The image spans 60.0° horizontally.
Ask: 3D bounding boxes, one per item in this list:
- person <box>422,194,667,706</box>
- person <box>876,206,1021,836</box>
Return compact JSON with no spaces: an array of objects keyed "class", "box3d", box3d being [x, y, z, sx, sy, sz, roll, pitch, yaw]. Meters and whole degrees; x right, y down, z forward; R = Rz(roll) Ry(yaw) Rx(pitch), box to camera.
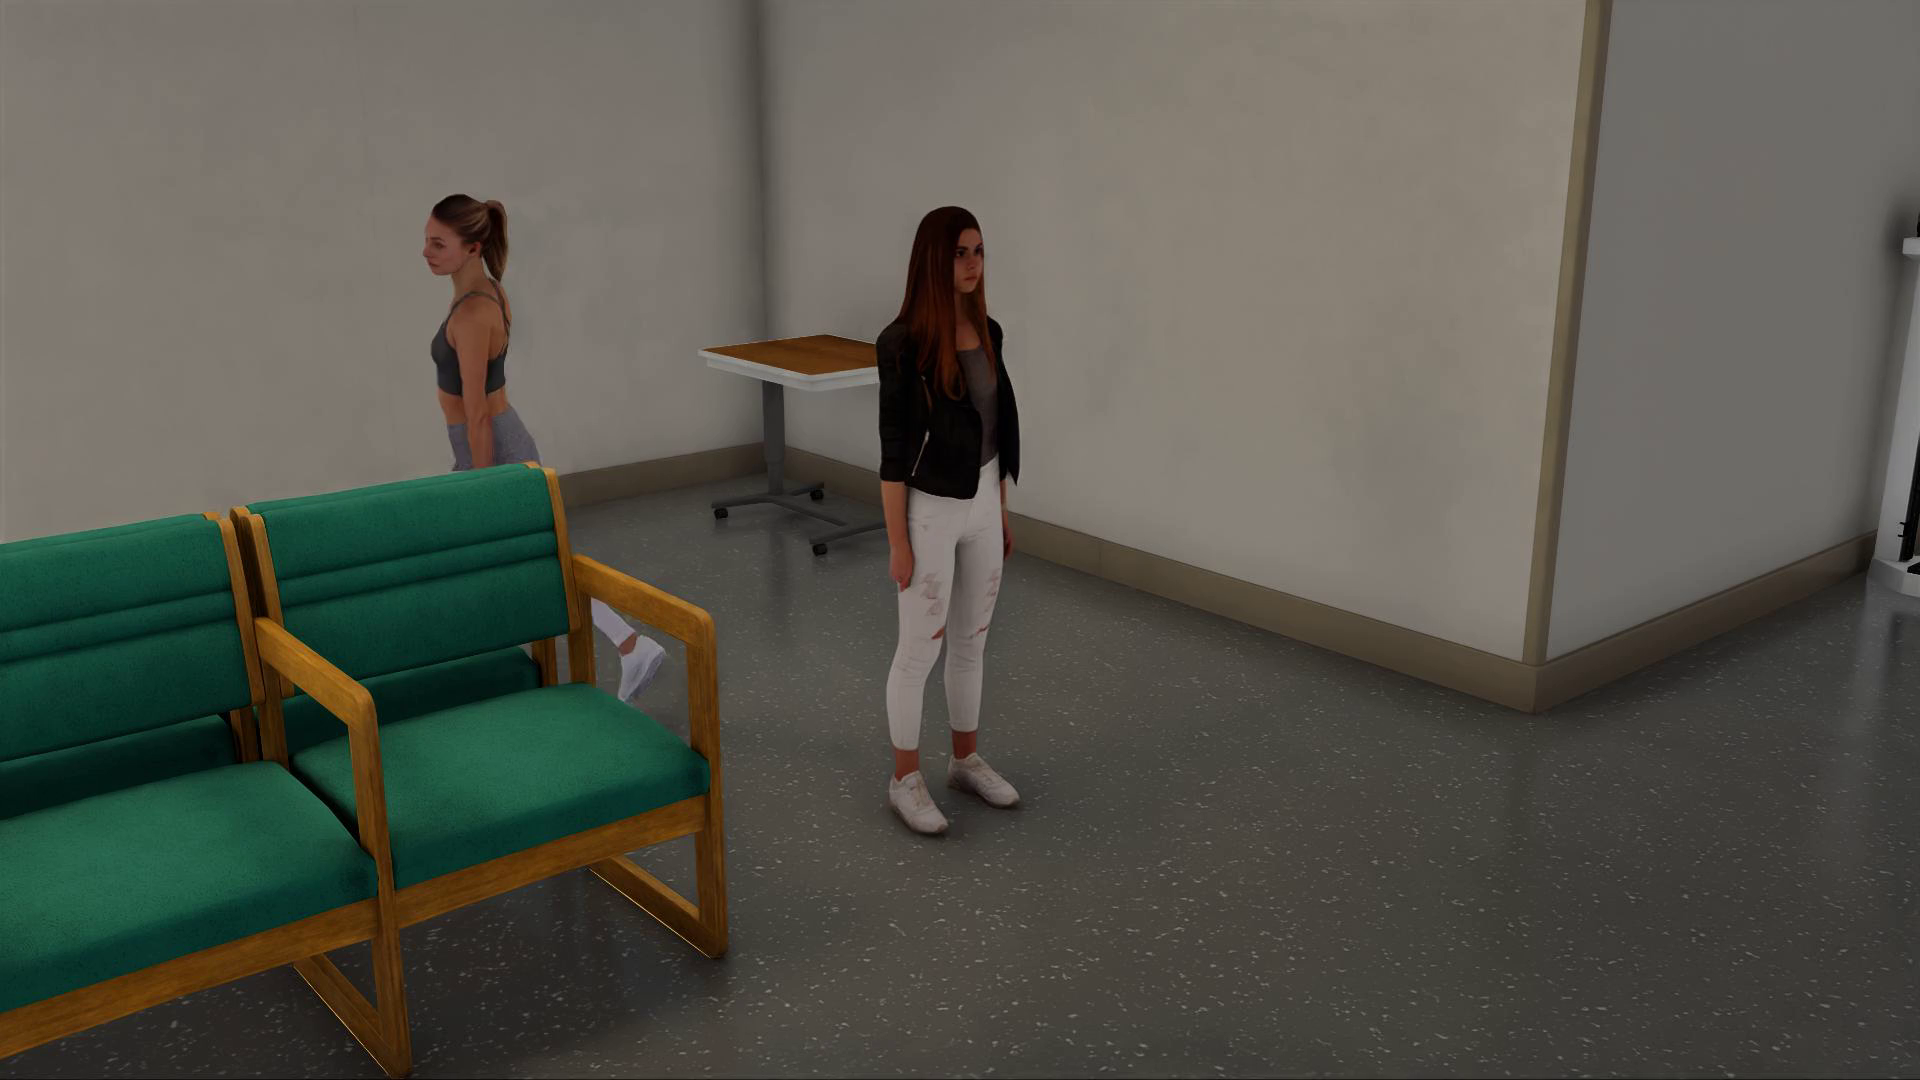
[{"class":"person","box3d":[-1.344,-0.196,5.114,1.101,1.665,1.071,1,16,5]},{"class":"person","box3d":[-0.038,-0.055,4.556,0.603,1.698,0.533,-15,22,-42]}]
